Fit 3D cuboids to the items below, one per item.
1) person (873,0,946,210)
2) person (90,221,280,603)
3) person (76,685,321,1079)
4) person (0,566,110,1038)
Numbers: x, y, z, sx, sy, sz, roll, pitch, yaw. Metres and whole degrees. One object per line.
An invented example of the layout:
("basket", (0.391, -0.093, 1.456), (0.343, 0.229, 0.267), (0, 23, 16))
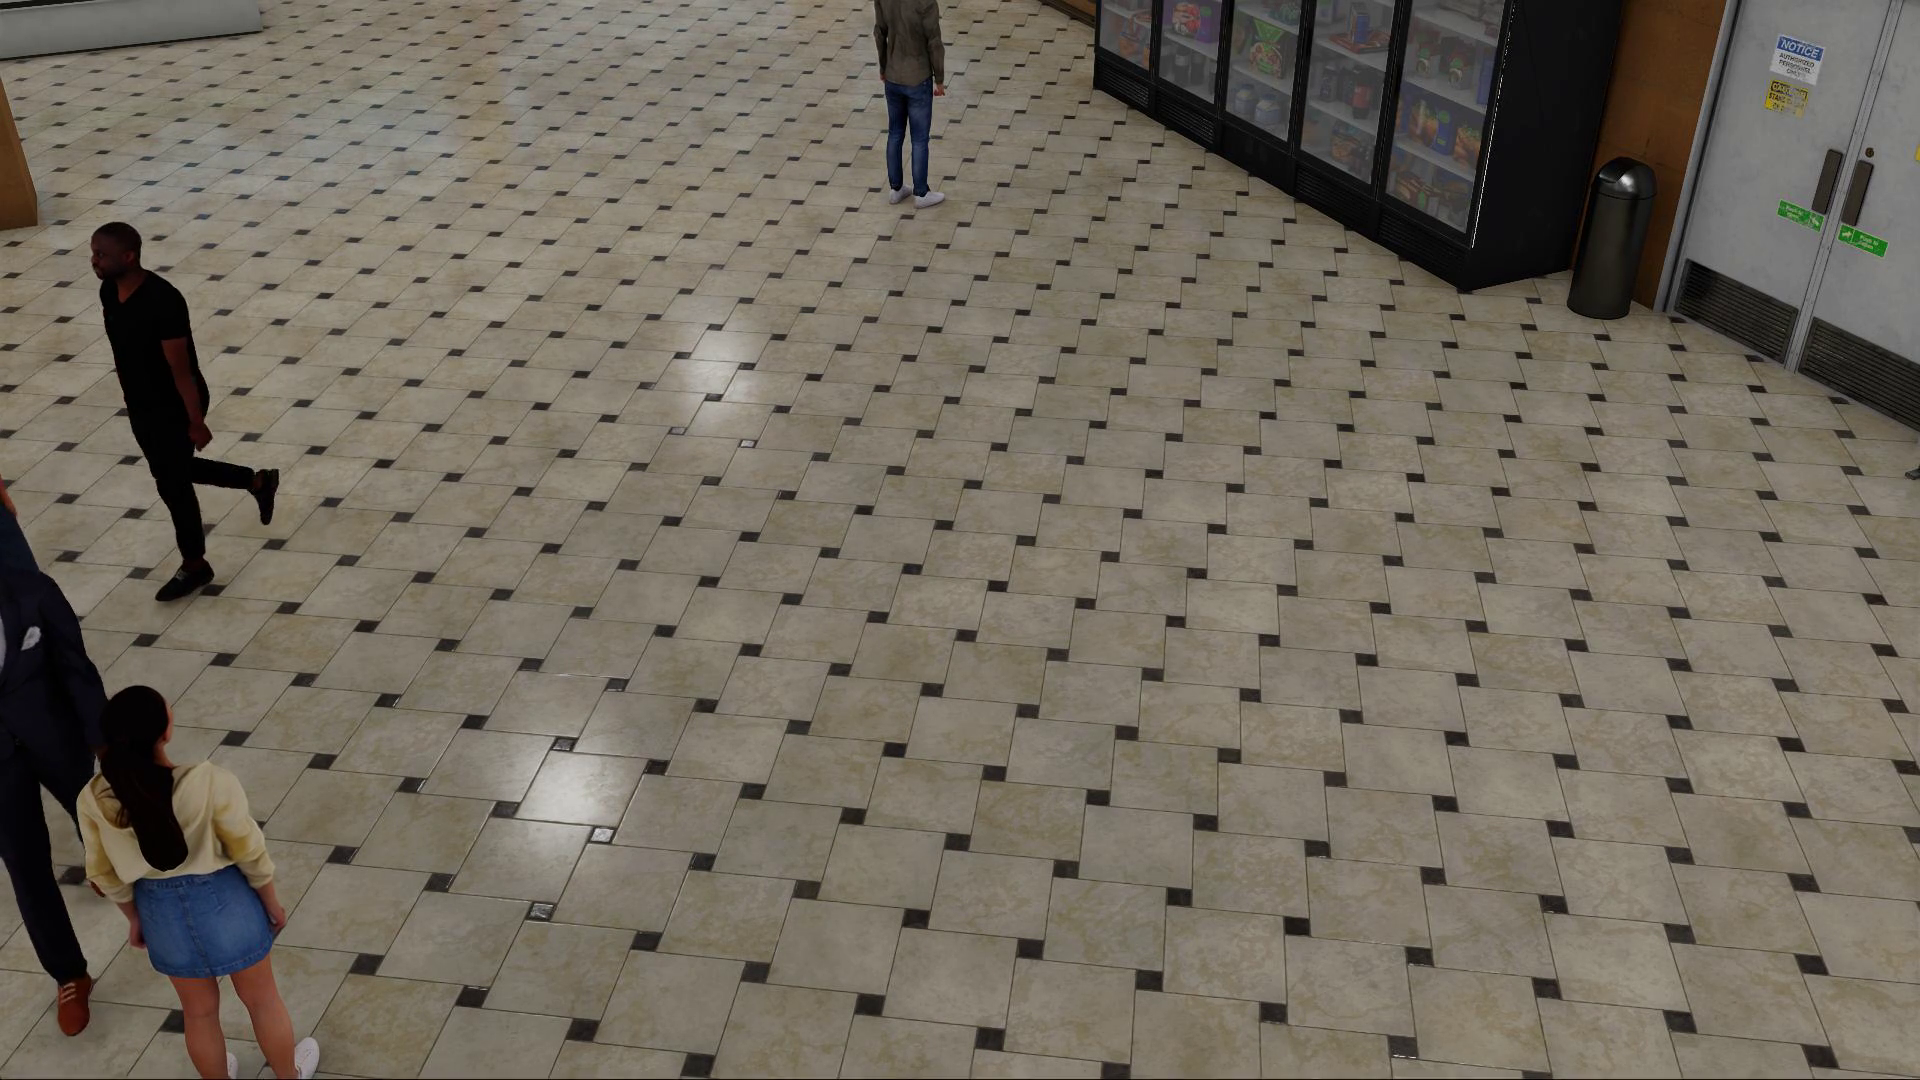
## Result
("person", (-0.379, -3.325, 11.971), (0.787, 1.867, 0.790), (18, 36, 26))
("person", (-3.596, -0.634, 7.707), (0.991, 1.801, 1.152), (19, 37, 28))
("person", (-2.308, 1.124, 5.042), (0.569, 1.632, 0.750), (-7, 32, -10))
("person", (-3.158, 0.660, 5.643), (1.155, 1.785, 0.787), (-15, 35, -22))
